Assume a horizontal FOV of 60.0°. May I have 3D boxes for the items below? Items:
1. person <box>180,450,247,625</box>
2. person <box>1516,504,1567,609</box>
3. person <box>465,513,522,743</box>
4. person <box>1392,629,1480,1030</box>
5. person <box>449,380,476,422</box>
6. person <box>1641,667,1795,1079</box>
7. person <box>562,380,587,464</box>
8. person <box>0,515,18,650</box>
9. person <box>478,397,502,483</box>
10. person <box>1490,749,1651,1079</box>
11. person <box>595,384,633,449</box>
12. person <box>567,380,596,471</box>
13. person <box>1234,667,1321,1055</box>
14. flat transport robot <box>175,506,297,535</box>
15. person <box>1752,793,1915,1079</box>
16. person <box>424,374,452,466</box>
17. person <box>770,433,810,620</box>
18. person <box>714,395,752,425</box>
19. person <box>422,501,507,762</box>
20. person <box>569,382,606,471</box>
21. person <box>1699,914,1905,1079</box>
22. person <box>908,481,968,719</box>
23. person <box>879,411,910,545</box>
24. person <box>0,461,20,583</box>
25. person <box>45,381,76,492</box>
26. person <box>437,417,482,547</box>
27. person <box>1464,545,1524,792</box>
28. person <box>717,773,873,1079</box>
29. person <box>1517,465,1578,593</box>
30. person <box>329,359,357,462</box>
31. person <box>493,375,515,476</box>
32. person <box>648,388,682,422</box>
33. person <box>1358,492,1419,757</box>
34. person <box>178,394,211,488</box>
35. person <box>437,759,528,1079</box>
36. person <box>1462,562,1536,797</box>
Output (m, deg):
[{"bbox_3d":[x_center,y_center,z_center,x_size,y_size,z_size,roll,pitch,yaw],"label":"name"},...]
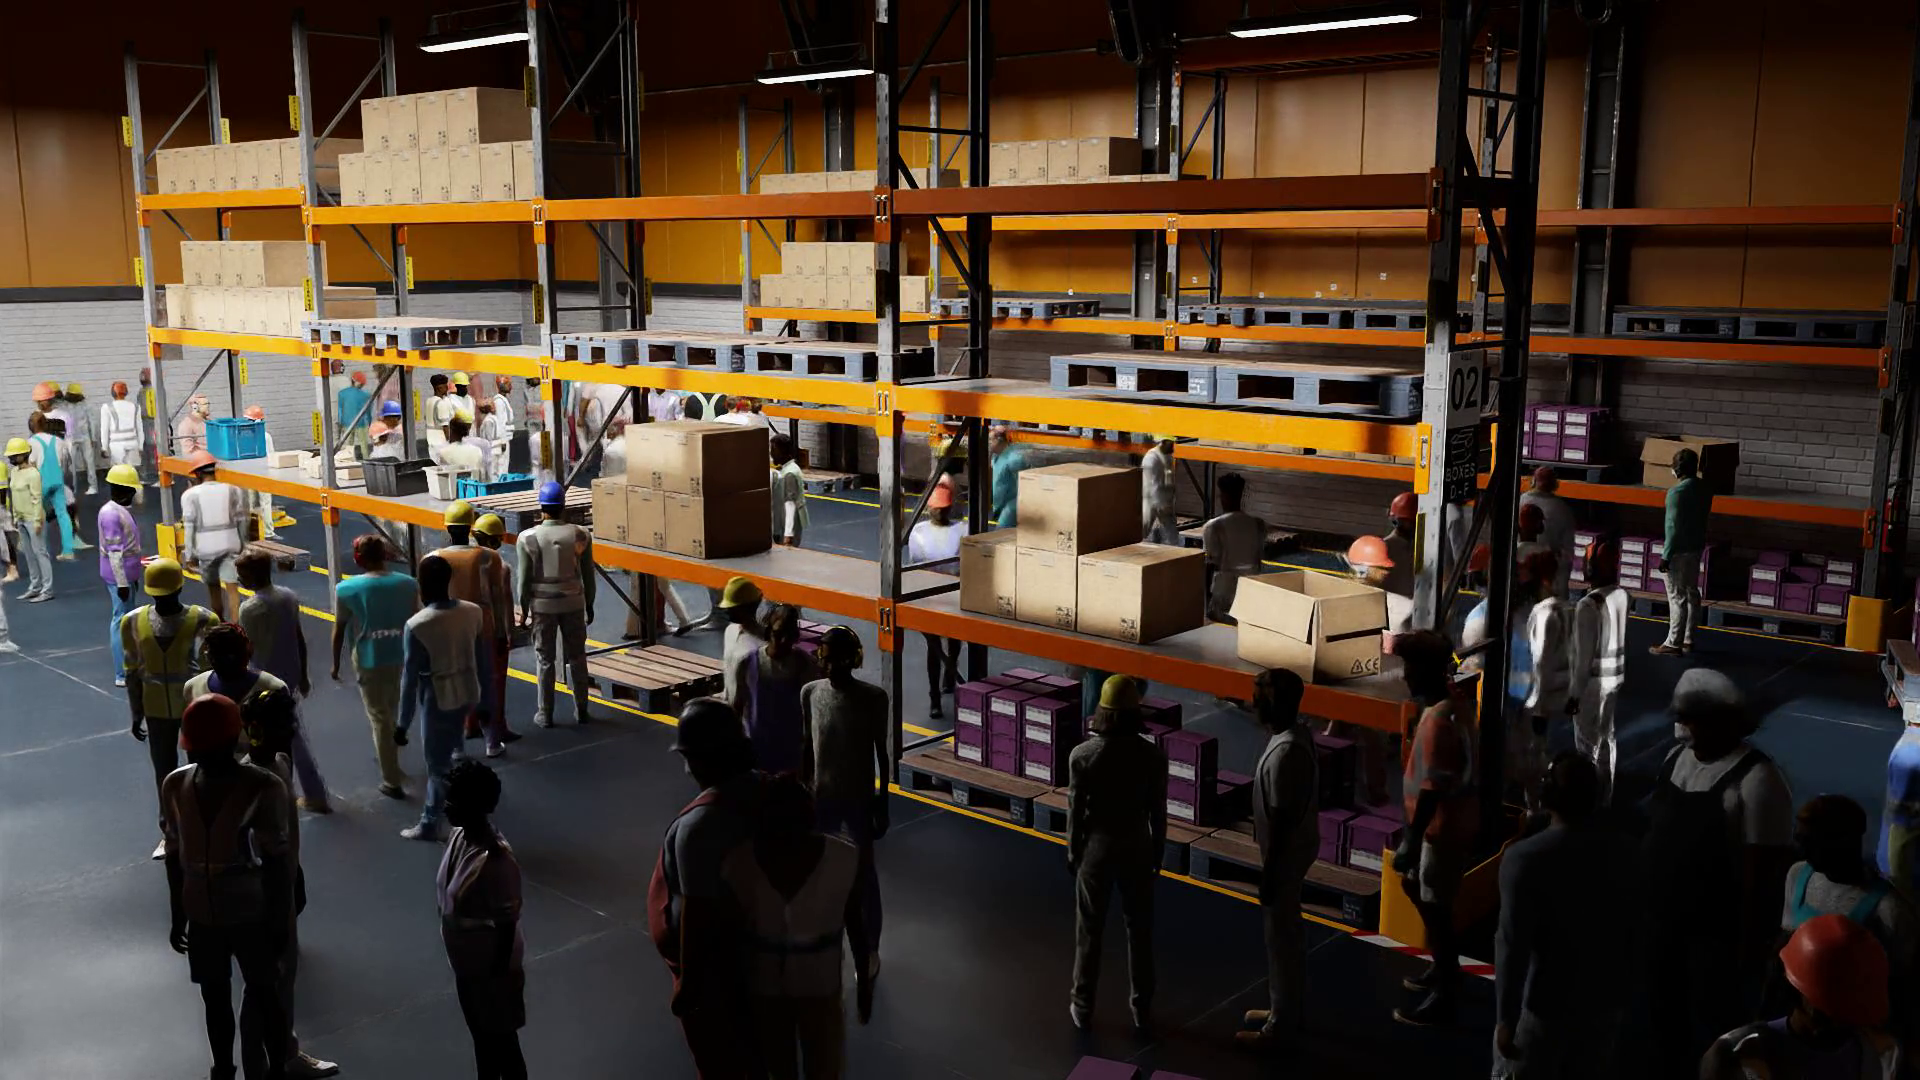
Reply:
[{"bbox_3d":[-6.987,0.096,15.651,0.560,1.879,0.941,-6,12,-32],"label":"person"},{"bbox_3d":[4.193,0.666,12.369,0.584,1.882,0.337,1,10,3],"label":"person"},{"bbox_3d":[-3.590,0.671,12.715,0.521,1.757,0.352,6,12,31],"label":"person"},{"bbox_3d":[2.311,1.395,8.088,0.453,1.942,0.610,3,10,14],"label":"person"},{"bbox_3d":[-7.690,-1.587,25.475,0.564,1.751,0.342,-4,11,-23],"label":"person"},{"bbox_3d":[3.213,1.515,7.127,0.658,2.000,0.704,-4,11,-21],"label":"person"},{"bbox_3d":[-6.577,-2.285,28.734,0.611,1.996,0.379,1,10,6],"label":"person"},{"bbox_3d":[-9.231,0.195,15.628,0.545,1.669,0.965,-7,12,-36],"label":"person"},{"bbox_3d":[-6.716,-1.223,23.767,0.334,1.631,0.517,-2,10,-10],"label":"person"},{"bbox_3d":[2.271,1.739,6.234,0.643,1.917,0.474,-2,10,-13],"label":"person"},{"bbox_3d":[-5.293,-1.702,25.600,0.636,1.939,0.364,4,11,21],"label":"person"},{"bbox_3d":[-6.231,-2.082,27.850,0.640,1.916,0.822,-4,11,-23],"label":"person"},{"bbox_3d":[1.512,1.494,7.819,0.341,1.839,0.504,4,11,20],"label":"person"},{"bbox_3d":[-9.698,-0.272,22.232,1.431,0.197,0.652,-7,12,-35],"label":"flat transport robot"},{"bbox_3d":[3.132,1.819,6.048,0.576,1.813,0.565,-3,10,-16],"label":"person"},{"bbox_3d":[-7.434,-1.398,23.834,0.361,1.953,0.613,-9,14,-42],"label":"person"},{"bbox_3d":[-1.722,-0.131,16.816,0.399,1.909,0.606,-2,10,-11],"label":"person"},{"bbox_3d":[-3.002,-1.019,22.043,0.560,1.836,0.394,5,11,25],"label":"person"},{"bbox_3d":[-3.633,0.669,12.224,0.584,1.928,0.372,-3,10,-15],"label":"person"},{"bbox_3d":[-6.055,-2.112,27.631,1.067,2.000,0.680,3,10,14],"label":"person"},{"bbox_3d":[2.294,1.975,4.544,0.611,2.032,0.403,-3,10,-14],"label":"person"},{"bbox_3d":[-0.146,0.435,13.657,0.551,1.902,0.958,0,10,-1],"label":"person"},{"bbox_3d":[-0.756,-0.894,21.178,0.559,1.897,0.564,0,10,0],"label":"person"},{"bbox_3d":[-10.901,-0.351,18.688,0.530,1.690,0.322,2,10,12],"label":"person"},{"bbox_3d":[-13.787,-1.561,25.392,0.489,1.737,0.316,4,11,21],"label":"person"},{"bbox_3d":[-5.529,-0.418,18.489,0.451,1.893,0.607,7,12,33],"label":"person"},{"bbox_3d":[3.652,0.895,11.591,0.732,1.699,0.599,7,12,35],"label":"person"},{"bbox_3d":[-0.633,1.775,6.300,0.581,1.802,0.896,0,10,0],"label":"person"},{"bbox_3d":[5.011,0.285,14.546,0.689,1.875,0.491,5,11,27],"label":"person"},{"bbox_3d":[-10.326,-2.068,27.762,0.642,1.909,0.409,1,10,4],"label":"person"},{"bbox_3d":[-6.797,-1.520,24.765,0.351,1.878,0.568,-2,10,-12],"label":"person"},{"bbox_3d":[-4.421,-1.542,24.677,0.615,1.942,0.407,1,10,7],"label":"person"},{"bbox_3d":[3.258,0.625,12.325,0.612,1.985,0.416,-7,12,-33],"label":"person"},{"bbox_3d":[-9.632,-0.909,21.199,0.409,1.913,0.645,1,10,5],"label":"person"},{"bbox_3d":[-1.977,1.731,6.876,0.319,1.697,0.533,-8,13,-38],"label":"person"},{"bbox_3d":[3.418,1.028,10.476,0.461,1.823,0.646,10,14,44],"label":"person"}]
